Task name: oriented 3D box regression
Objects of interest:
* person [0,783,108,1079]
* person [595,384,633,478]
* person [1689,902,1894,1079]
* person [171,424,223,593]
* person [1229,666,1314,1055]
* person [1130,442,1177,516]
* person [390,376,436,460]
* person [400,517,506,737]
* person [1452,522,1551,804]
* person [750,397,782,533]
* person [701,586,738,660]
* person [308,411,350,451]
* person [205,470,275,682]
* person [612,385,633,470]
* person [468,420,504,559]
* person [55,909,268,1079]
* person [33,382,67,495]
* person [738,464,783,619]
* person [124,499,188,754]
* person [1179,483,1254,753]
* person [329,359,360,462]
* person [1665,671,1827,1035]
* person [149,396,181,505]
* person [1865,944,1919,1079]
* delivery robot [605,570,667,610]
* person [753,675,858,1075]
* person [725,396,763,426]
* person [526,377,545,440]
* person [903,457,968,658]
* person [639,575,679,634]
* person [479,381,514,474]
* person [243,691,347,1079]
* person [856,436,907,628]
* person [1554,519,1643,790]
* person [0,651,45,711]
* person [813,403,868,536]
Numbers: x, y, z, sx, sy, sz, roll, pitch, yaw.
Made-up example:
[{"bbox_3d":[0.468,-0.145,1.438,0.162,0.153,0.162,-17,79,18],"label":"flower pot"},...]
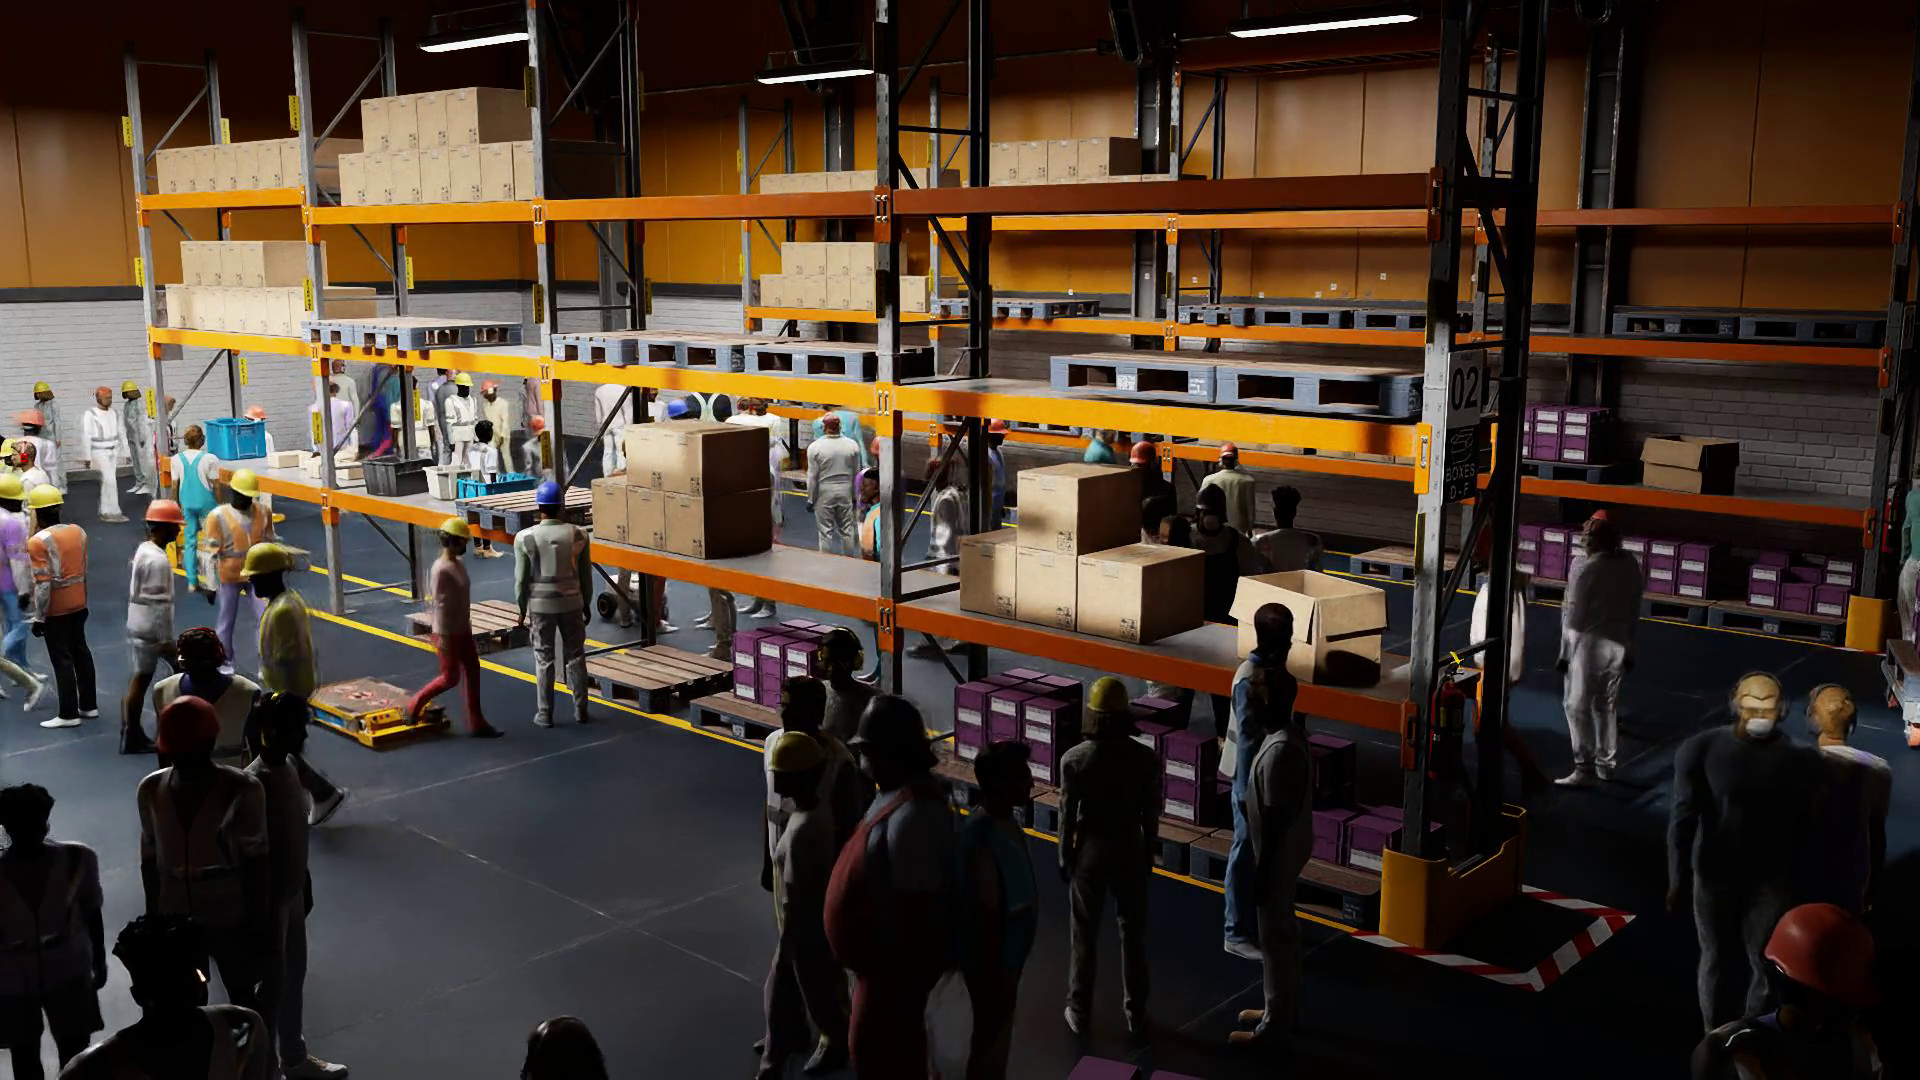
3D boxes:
[{"bbox_3d":[-3.684,1.785,6.655,0.544,1.662,0.766,-6,12,-32],"label":"person"},{"bbox_3d":[-5.314,-1.701,25.607,0.628,1.936,0.374,4,11,23],"label":"person"},{"bbox_3d":[2.279,1.966,4.572,0.608,2.043,0.374,-3,10,-16],"label":"person"},{"bbox_3d":[-8.310,-0.340,18.168,0.517,1.843,0.325,-1,10,-6],"label":"person"},{"bbox_3d":[1.485,1.494,7.826,0.341,1.840,0.504,4,11,19],"label":"person"},{"bbox_3d":[1.692,0.077,15.391,0.625,1.990,0.395,5,11,25],"label":"person"},{"bbox_3d":[-7.766,-1.363,23.645,0.608,1.958,0.373,-4,11,-22],"label":"person"},{"bbox_3d":[-3.899,0.682,12.714,0.708,1.724,0.556,1,10,4],"label":"person"},{"bbox_3d":[3.597,0.850,11.076,0.509,1.974,0.627,8,13,37],"label":"person"},{"bbox_3d":[-2.620,-1.029,21.945,0.573,1.887,0.355,4,11,23],"label":"person"},{"bbox_3d":[-2.207,0.144,15.220,0.375,1.917,0.592,2,10,9],"label":"person"},{"bbox_3d":[-9.282,-1.419,24.532,0.570,1.739,0.406,-2,10,-9],"label":"person"},{"bbox_3d":[-6.159,0.322,14.340,0.862,1.865,0.720,8,13,38],"label":"person"},{"bbox_3d":[-5.439,-2.013,27.074,0.537,2.000,0.722,-6,11,-29],"label":"person"},{"bbox_3d":[-5.757,-0.615,20.163,0.530,1.689,0.321,10,14,44],"label":"person"},{"bbox_3d":[-2.205,1.978,4.714,0.373,1.966,0.607,8,13,37],"label":"person"},{"bbox_3d":[-13.863,-1.540,25.267,0.486,1.736,0.323,4,11,21],"label":"person"},{"bbox_3d":[-2.032,-0.154,16.949,0.400,1.909,0.608,-5,11,-27],"label":"person"},{"bbox_3d":[-5.923,0.649,12.422,0.792,1.887,0.561,-4,11,-23],"label":"person"},{"bbox_3d":[1.841,0.588,12.364,0.683,2.000,0.538,1,10,4],"label":"person"},{"bbox_3d":[-10.330,-2.072,27.785,0.651,1.906,0.403,1,10,5],"label":"person"},{"bbox_3d":[3.467,1.530,7.384,0.638,1.919,0.598,4,11,20],"label":"person"},{"bbox_3d":[-11.615,-1.297,24.277,0.570,1.605,0.534,4,11,23],"label":"person"},{"bbox_3d":[2.507,2.027,4.459,0.602,1.959,0.371,-7,12,-33],"label":"person"},{"bbox_3d":[-3.272,0.499,16.802,0.477,0.478,0.707,-9,14,-43],"label":"delivery robot"},{"bbox_3d":[-0.695,1.513,7.678,0.565,1.850,0.390,9,13,40],"label":"person"},{"bbox_3d":[-2.827,-1.002,21.948,0.562,1.835,0.385,3,10,17],"label":"person"},{"bbox_3d":[-7.046,-2.080,27.785,0.378,1.931,0.624,-5,11,-27],"label":"person"},{"bbox_3d":[-0.224,0.160,15.294,0.774,1.855,0.571,1,10,6],"label":"person"},{"bbox_3d":[-2.986,-0.021,16.200,0.399,1.908,0.600,-7,12,-34],"label":"person"},{"bbox_3d":[-7.223,-1.612,25.806,0.542,1.683,0.791,4,11,20],"label":"person"},{"bbox_3d":[-2.977,1.573,7.321,0.333,1.860,0.510,0,10,1],"label":"person"},{"bbox_3d":[-0.762,-0.094,16.524,0.550,1.936,0.372,-5,11,-27],"label":"person"},{"bbox_3d":[4.476,0.803,11.602,0.727,1.886,0.497,-5,11,-28],"label":"person"},{"bbox_3d":[-7.778,0.656,13.245,0.501,1.613,0.769,5,11,27],"label":"person"},{"bbox_3d":[-1.554,-0.957,21.305,0.645,1.967,0.913,-5,11,-27],"label":"person"}]
